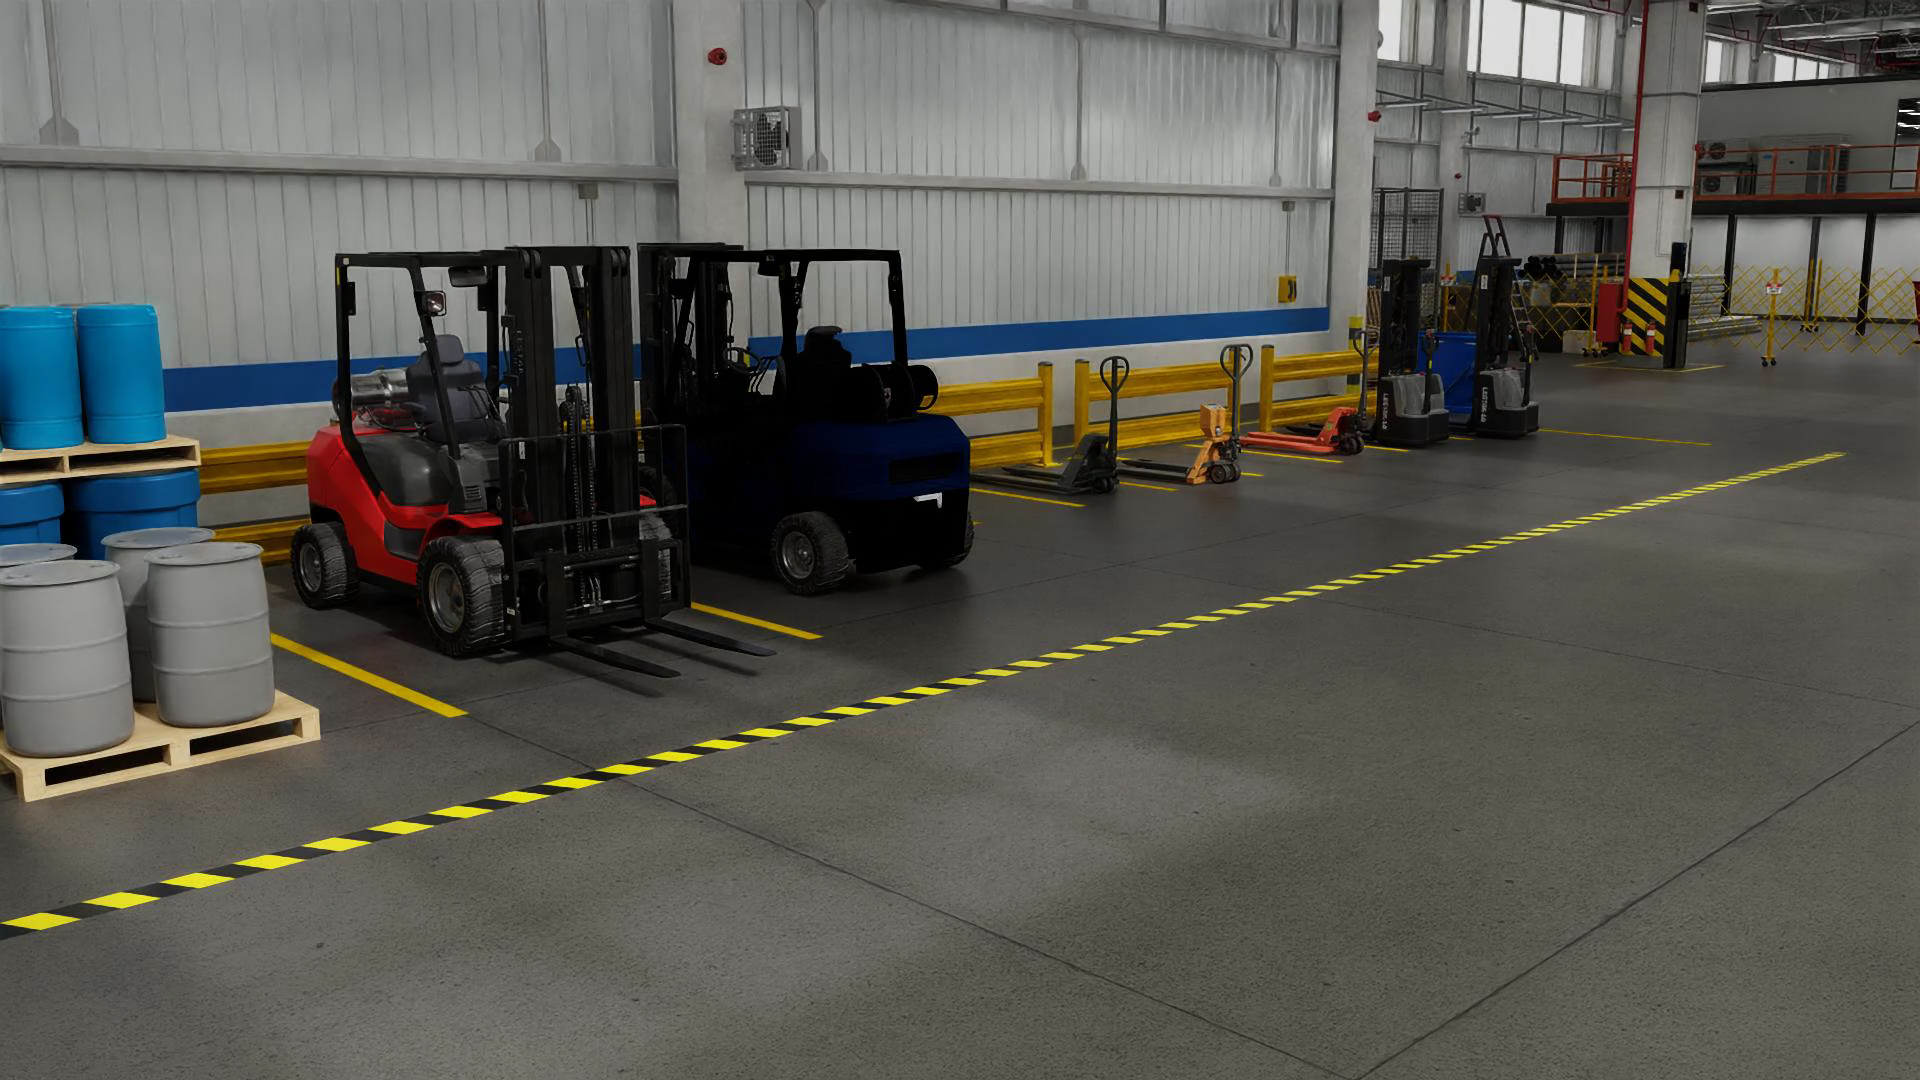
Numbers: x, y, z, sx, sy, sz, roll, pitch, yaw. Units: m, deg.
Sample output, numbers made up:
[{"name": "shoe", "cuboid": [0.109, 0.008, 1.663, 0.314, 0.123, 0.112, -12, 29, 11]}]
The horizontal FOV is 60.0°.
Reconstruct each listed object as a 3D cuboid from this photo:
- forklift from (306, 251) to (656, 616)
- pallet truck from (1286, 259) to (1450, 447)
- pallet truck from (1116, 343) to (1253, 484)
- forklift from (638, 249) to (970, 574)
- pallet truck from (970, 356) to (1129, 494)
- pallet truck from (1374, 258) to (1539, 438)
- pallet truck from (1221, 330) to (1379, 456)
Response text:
[{"name": "forklift", "cuboid": [-2.833, -0.669, 9.694, 1.157, 1.987, 2.680, -10, 14, -44]}, {"name": "pallet truck", "cuboid": [4.493, -2.078, 18.196, 0.823, 1.965, 1.885, -9, 14, -40]}, {"name": "pallet truck", "cuboid": [1.962, -1.215, 15.415, 1.522, 1.261, 0.704, 10, 14, 43]}, {"name": "forklift", "cuboid": [-1.173, -0.958, 11.239, 2.680, 1.987, 1.157, 10, 14, 43]}, {"name": "pallet truck", "cuboid": [0.784, -1.085, 14.876, 0.680, 1.201, 1.601, -10, 14, -44]}, {"name": "pallet truck", "cuboid": [5.704, -2.208, 18.901, 1.885, 1.965, 0.823, 10, 14, 43]}, {"name": "pallet truck", "cuboid": [3.563, -1.581, 17.381, 0.653, 1.274, 1.630, -10, 14, -44]}]
